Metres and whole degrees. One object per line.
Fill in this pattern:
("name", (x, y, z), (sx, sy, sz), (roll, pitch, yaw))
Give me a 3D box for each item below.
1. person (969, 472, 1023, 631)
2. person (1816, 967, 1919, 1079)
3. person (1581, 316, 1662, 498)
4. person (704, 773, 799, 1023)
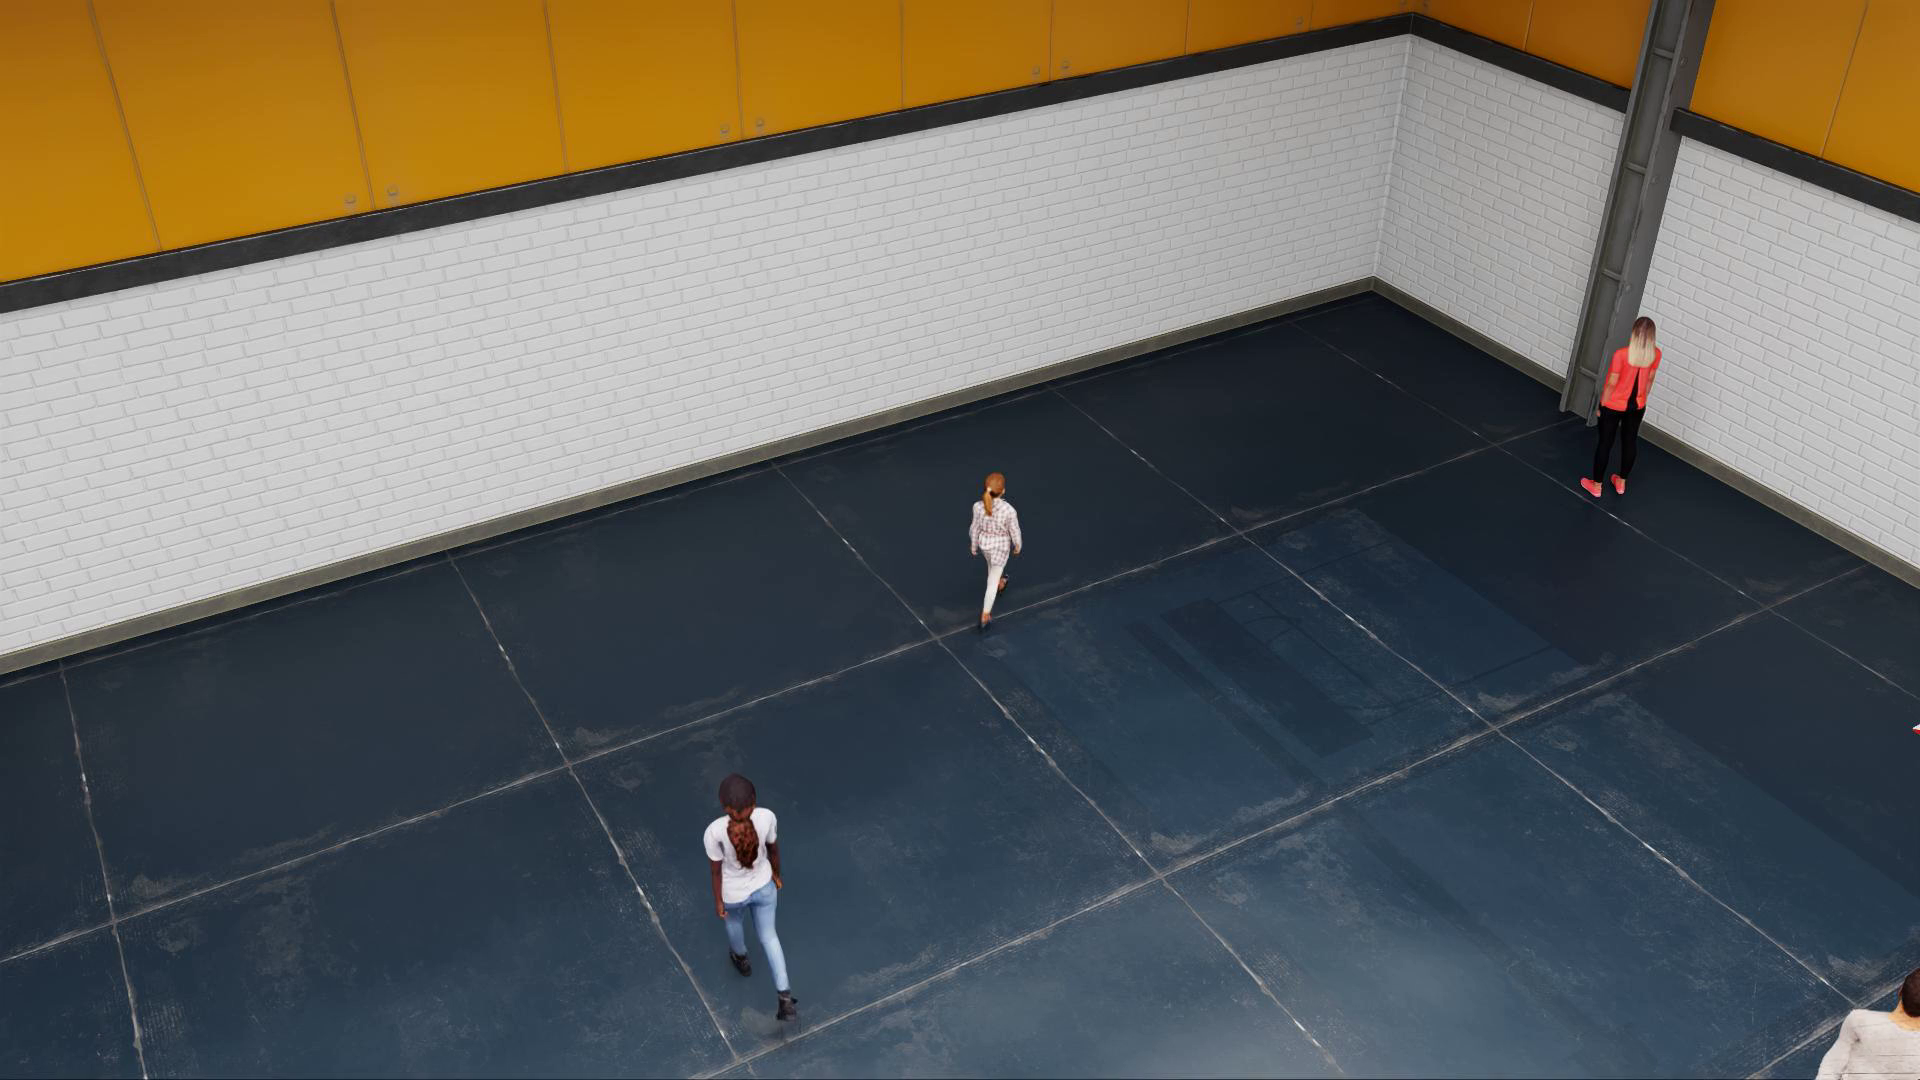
("person", (0.245, 0.097, 12.929), (0.956, 1.275, 0.968), (12, 35, 17))
("person", (4.455, 2.885, 8.220), (0.927, 1.845, 0.969), (15, 37, 22))
("person", (5.766, -1.161, 14.444), (0.666, 1.693, 0.645), (-5, 34, -8))
("person", (-1.192, 2.073, 9.579), (0.642, 1.693, 1.083), (-15, 36, -21))
